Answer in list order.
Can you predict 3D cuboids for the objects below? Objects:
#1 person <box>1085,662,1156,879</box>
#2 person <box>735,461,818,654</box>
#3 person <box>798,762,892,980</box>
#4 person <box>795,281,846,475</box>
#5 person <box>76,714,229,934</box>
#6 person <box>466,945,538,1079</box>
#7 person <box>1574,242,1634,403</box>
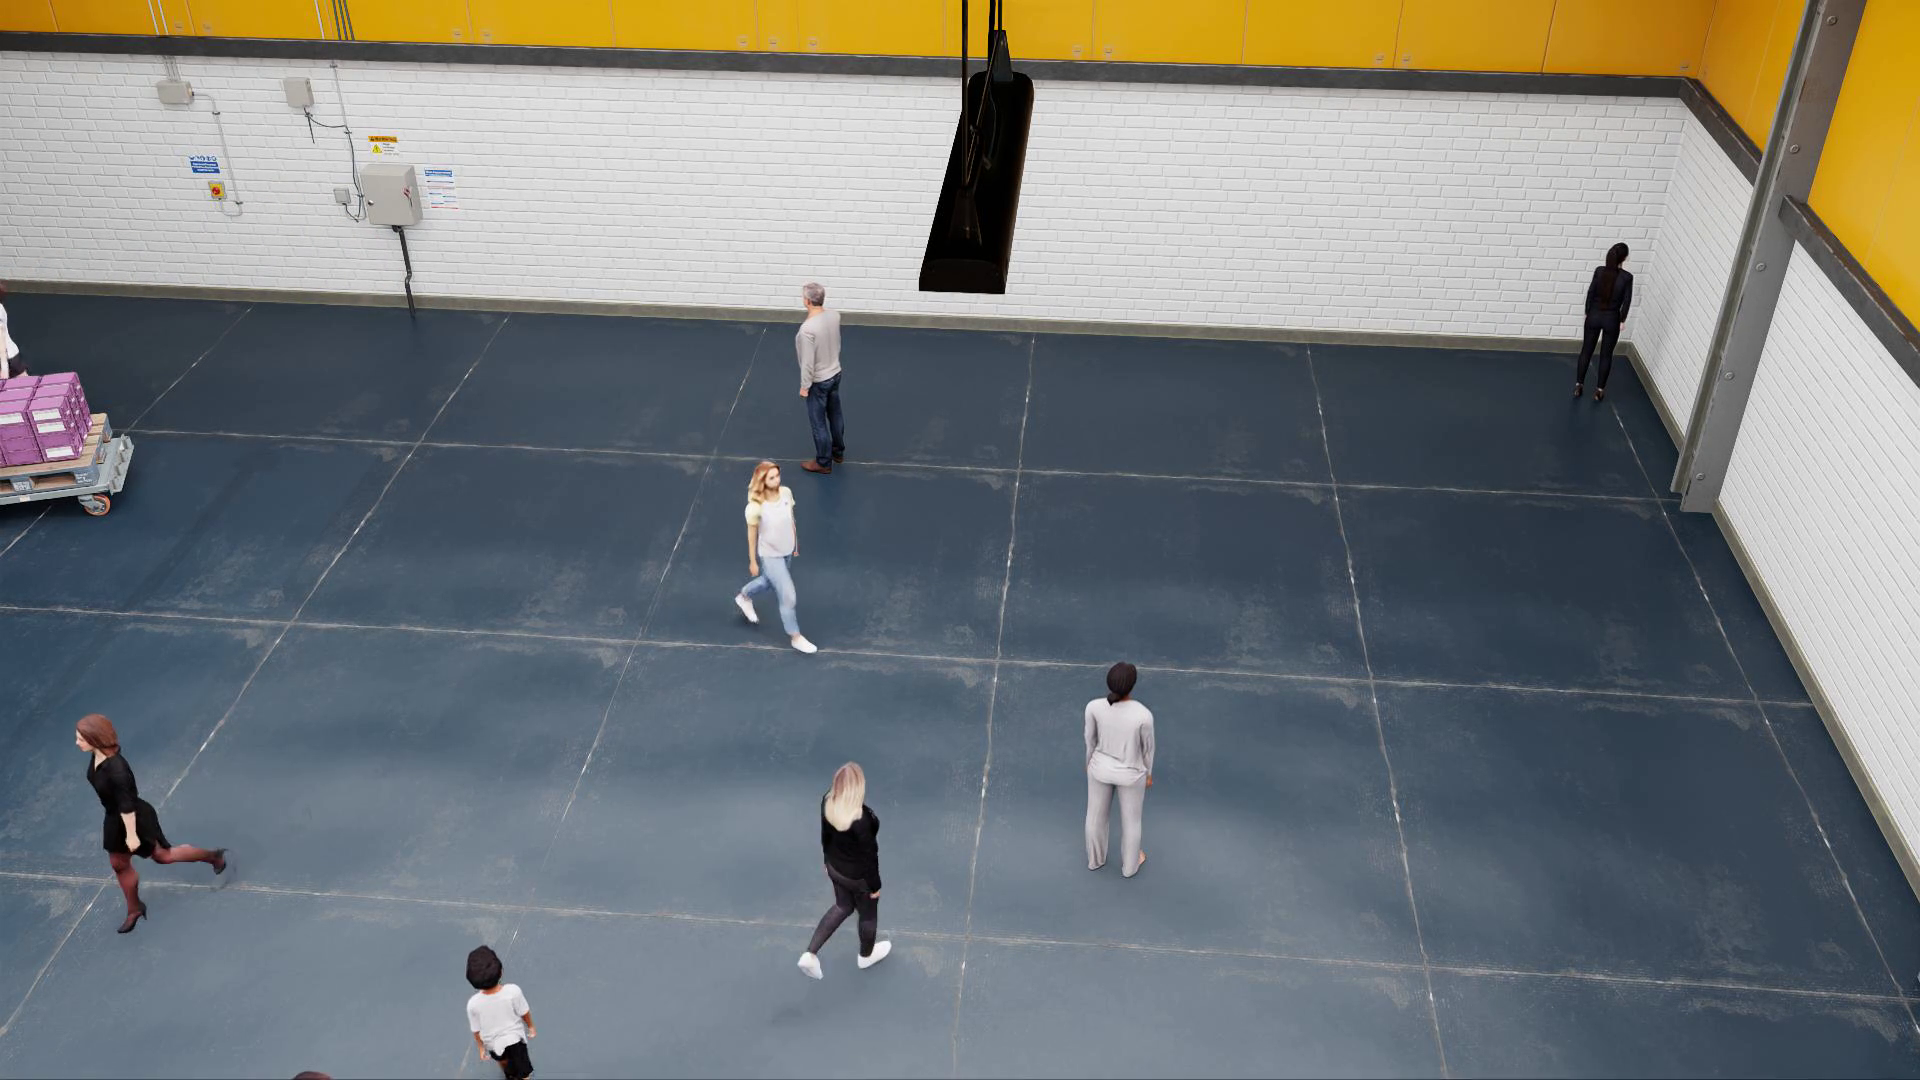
[{"bbox_3d":[1.056,1.537,11.131,0.672,1.737,0.618,10,35,15],"label":"person"},{"bbox_3d":[-1.547,0.095,13.338,1.080,1.694,1.149,23,40,30],"label":"person"},{"bbox_3d":[-0.741,2.117,10.322,1.029,1.666,0.952,-27,42,-34],"label":"person"},{"bbox_3d":[-1.300,-1.527,15.585,0.894,1.909,0.740,18,38,25],"label":"person"},{"bbox_3d":[-5.290,1.788,10.803,0.971,1.681,1.106,26,42,34],"label":"person"},{"bbox_3d":[-2.614,2.884,9.553,0.755,1.241,0.969,-11,35,-16],"label":"person"},{"bbox_3d":[6.494,-2.201,16.778,0.640,1.711,0.649,22,40,30],"label":"person"}]
